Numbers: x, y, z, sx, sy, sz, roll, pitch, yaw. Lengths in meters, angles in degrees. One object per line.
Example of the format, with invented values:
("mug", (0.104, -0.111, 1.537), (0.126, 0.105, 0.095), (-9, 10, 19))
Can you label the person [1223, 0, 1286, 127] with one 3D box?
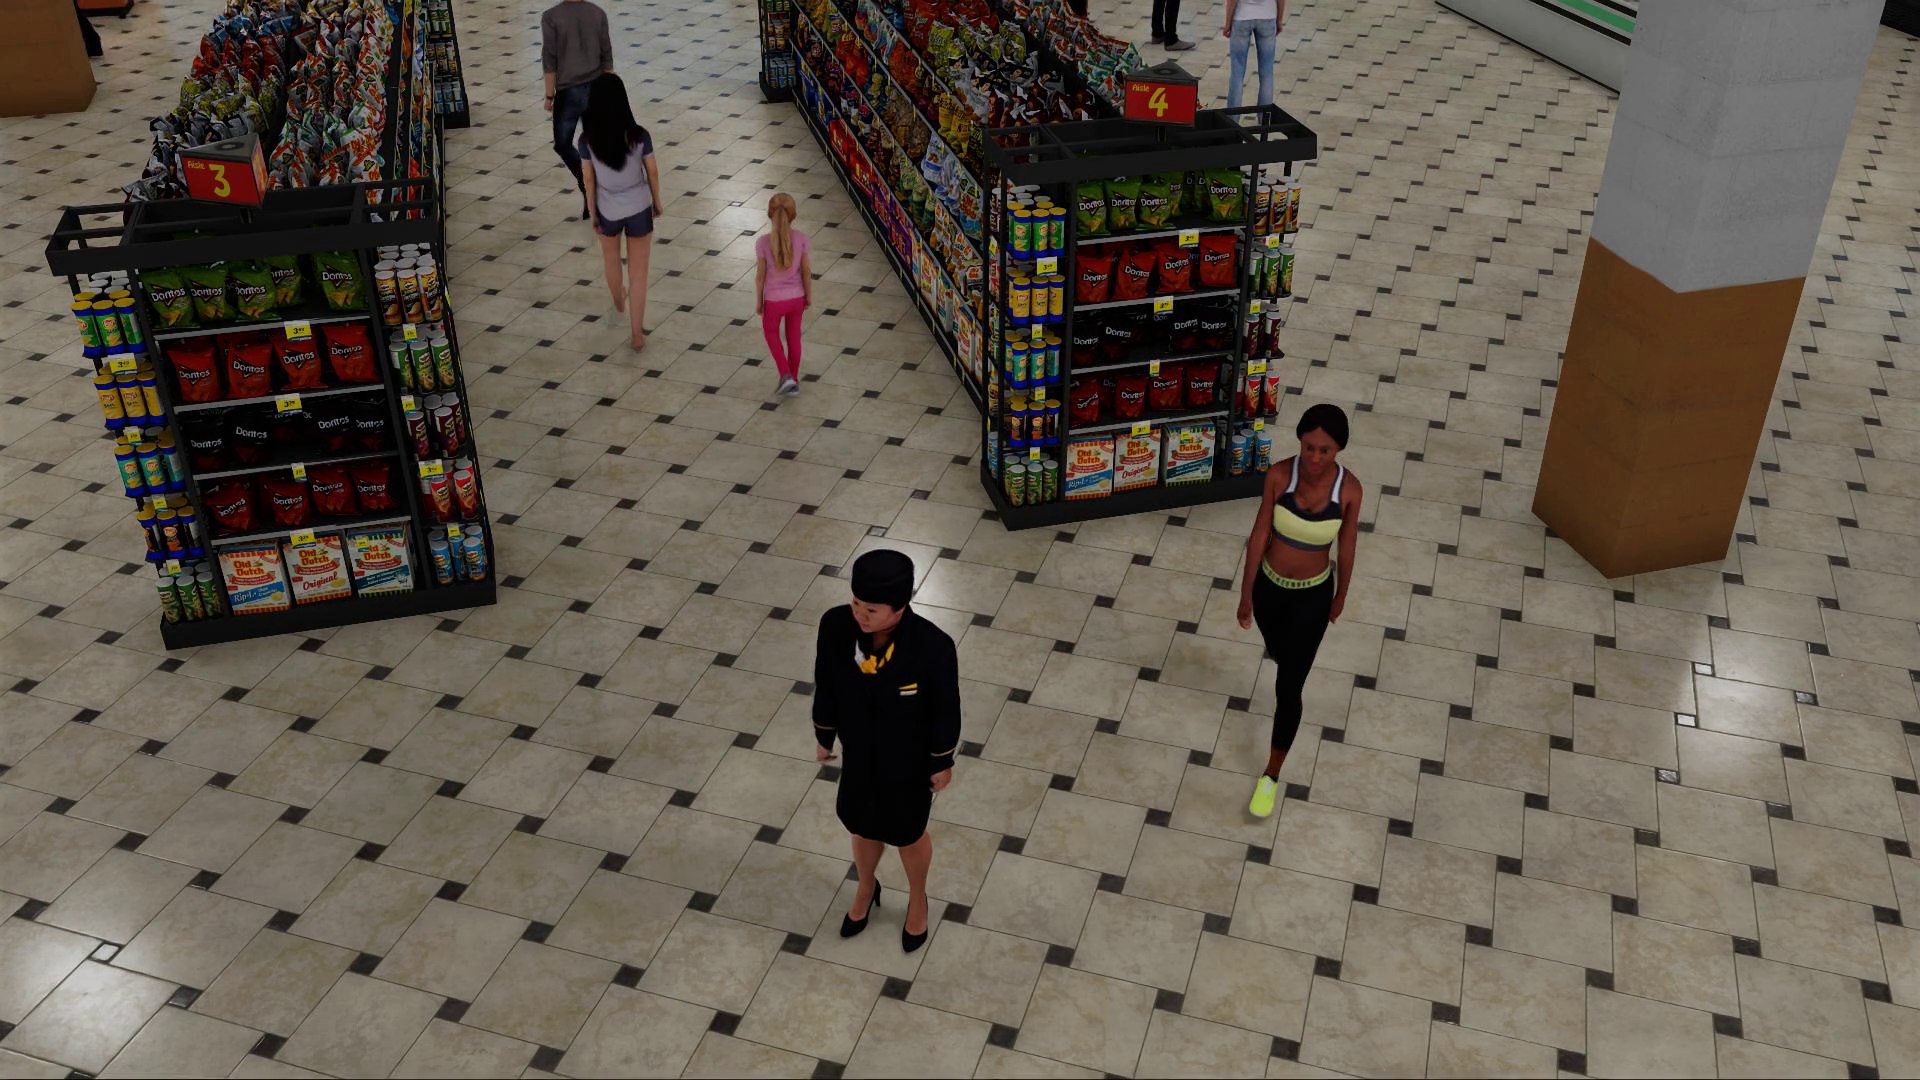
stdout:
("person", (2.464, -4.348, 13.920), (0.691, 1.851, 0.609), (-2, 32, -3))

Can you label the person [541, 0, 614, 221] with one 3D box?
("person", (-2.735, -3.224, 12.073), (0.852, 1.894, 0.946), (-19, 36, -27))

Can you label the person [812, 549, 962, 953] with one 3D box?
("person", (-0.253, 0.751, 5.898), (0.805, 1.669, 0.832), (11, 34, 18))

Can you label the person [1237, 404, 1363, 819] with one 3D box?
("person", (1.365, 0.187, 6.762), (1.058, 1.714, 1.182), (14, 34, 21))

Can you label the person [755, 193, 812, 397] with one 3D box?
("person", (-1.019, -1.400, 9.740), (0.498, 1.262, 0.616), (-9, 33, -15))

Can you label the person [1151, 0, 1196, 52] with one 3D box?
("person", (2.084, -5.743, 16.144), (0.752, 1.871, 0.526), (-10, 33, -16))

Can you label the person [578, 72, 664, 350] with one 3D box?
("person", (-2.088, -1.993, 10.302), (0.724, 1.675, 1.030), (-2, 32, -3))
